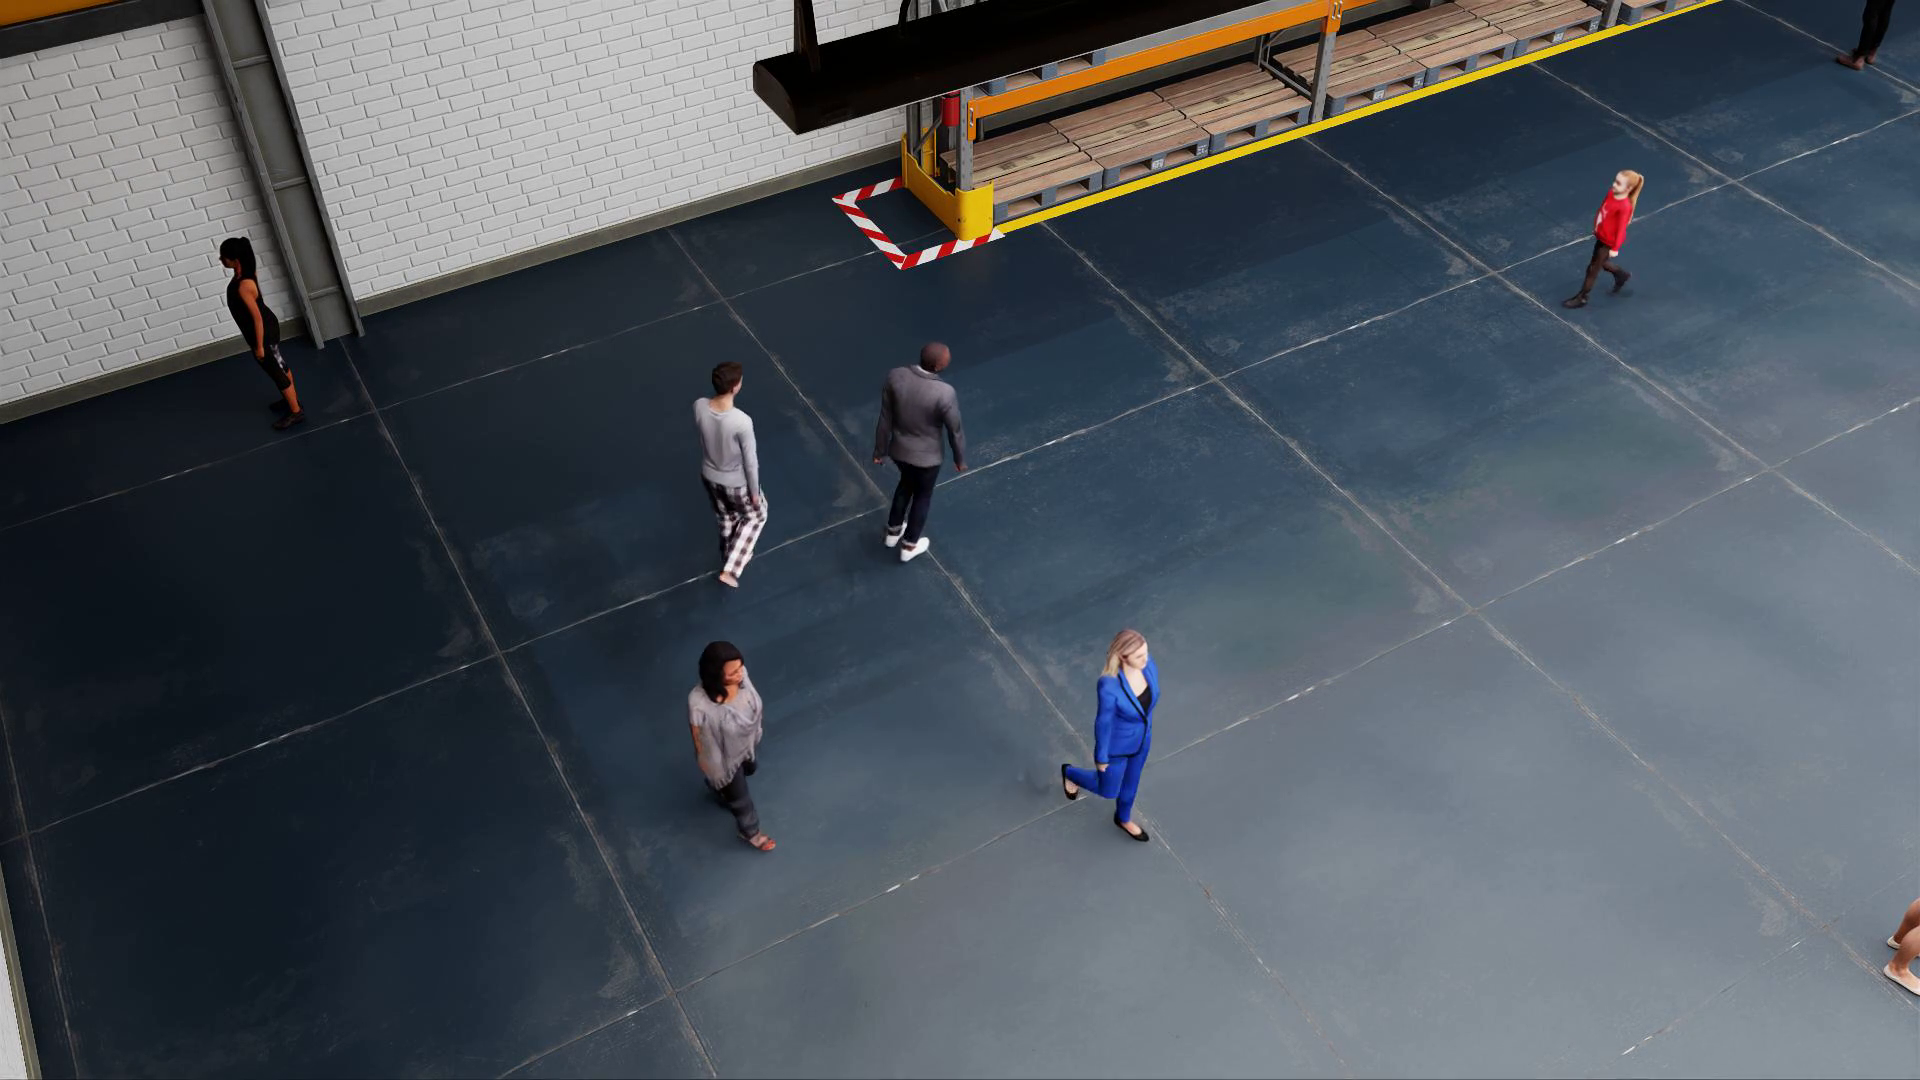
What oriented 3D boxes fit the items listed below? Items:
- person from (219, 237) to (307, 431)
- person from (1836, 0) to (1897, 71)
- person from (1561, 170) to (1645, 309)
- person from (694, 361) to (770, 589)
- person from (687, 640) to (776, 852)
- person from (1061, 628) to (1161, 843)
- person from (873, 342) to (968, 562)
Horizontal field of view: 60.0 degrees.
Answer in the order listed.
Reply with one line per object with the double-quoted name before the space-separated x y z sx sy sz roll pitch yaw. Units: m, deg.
"person" -5.262 -1.578 12.529 0.552 1.659 0.609 -15 46 -15
"person" 9.314 -5.619 16.642 0.490 1.836 0.740 -22 48 -22
"person" 5.421 -2.497 13.778 0.899 1.266 0.694 -5 44 -6
"person" -1.584 -0.368 11.133 0.862 1.830 0.935 18 47 18
"person" -1.398 1.127 9.733 0.916 1.598 0.925 23 48 22
"person" 0.871 1.110 9.685 0.821 1.689 0.872 34 53 30
"person" -0.344 -0.561 11.378 0.864 1.773 0.854 14 45 14
